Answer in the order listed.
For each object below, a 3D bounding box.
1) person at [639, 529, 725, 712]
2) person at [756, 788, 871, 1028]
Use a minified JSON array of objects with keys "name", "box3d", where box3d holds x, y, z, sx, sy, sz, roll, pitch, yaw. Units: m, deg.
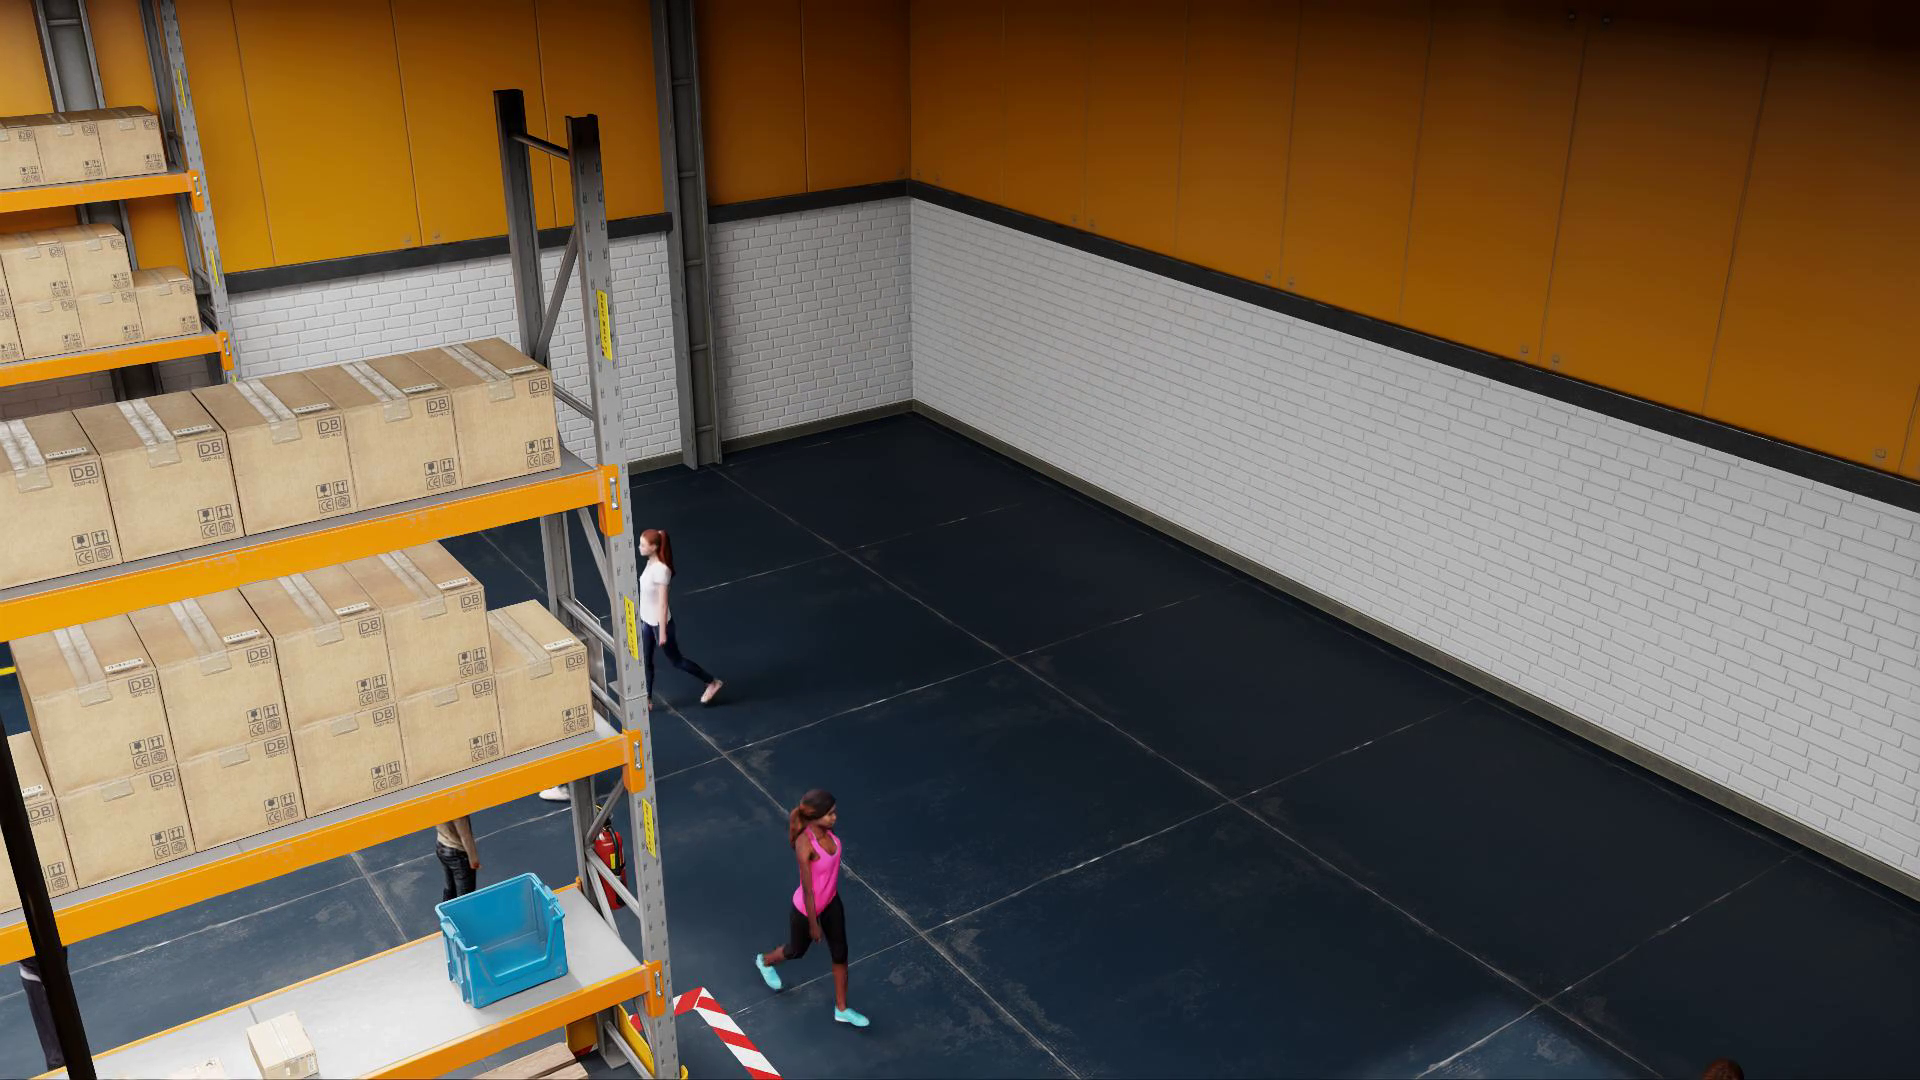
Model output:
[{"name":"person","box3d":[-2.490,0.714,14.345,1.168,1.710,0.779,-8,25,-18]},{"name":"person","box3d":[-1.008,2.329,10.678,0.904,1.688,1.128,16,28,32]}]
